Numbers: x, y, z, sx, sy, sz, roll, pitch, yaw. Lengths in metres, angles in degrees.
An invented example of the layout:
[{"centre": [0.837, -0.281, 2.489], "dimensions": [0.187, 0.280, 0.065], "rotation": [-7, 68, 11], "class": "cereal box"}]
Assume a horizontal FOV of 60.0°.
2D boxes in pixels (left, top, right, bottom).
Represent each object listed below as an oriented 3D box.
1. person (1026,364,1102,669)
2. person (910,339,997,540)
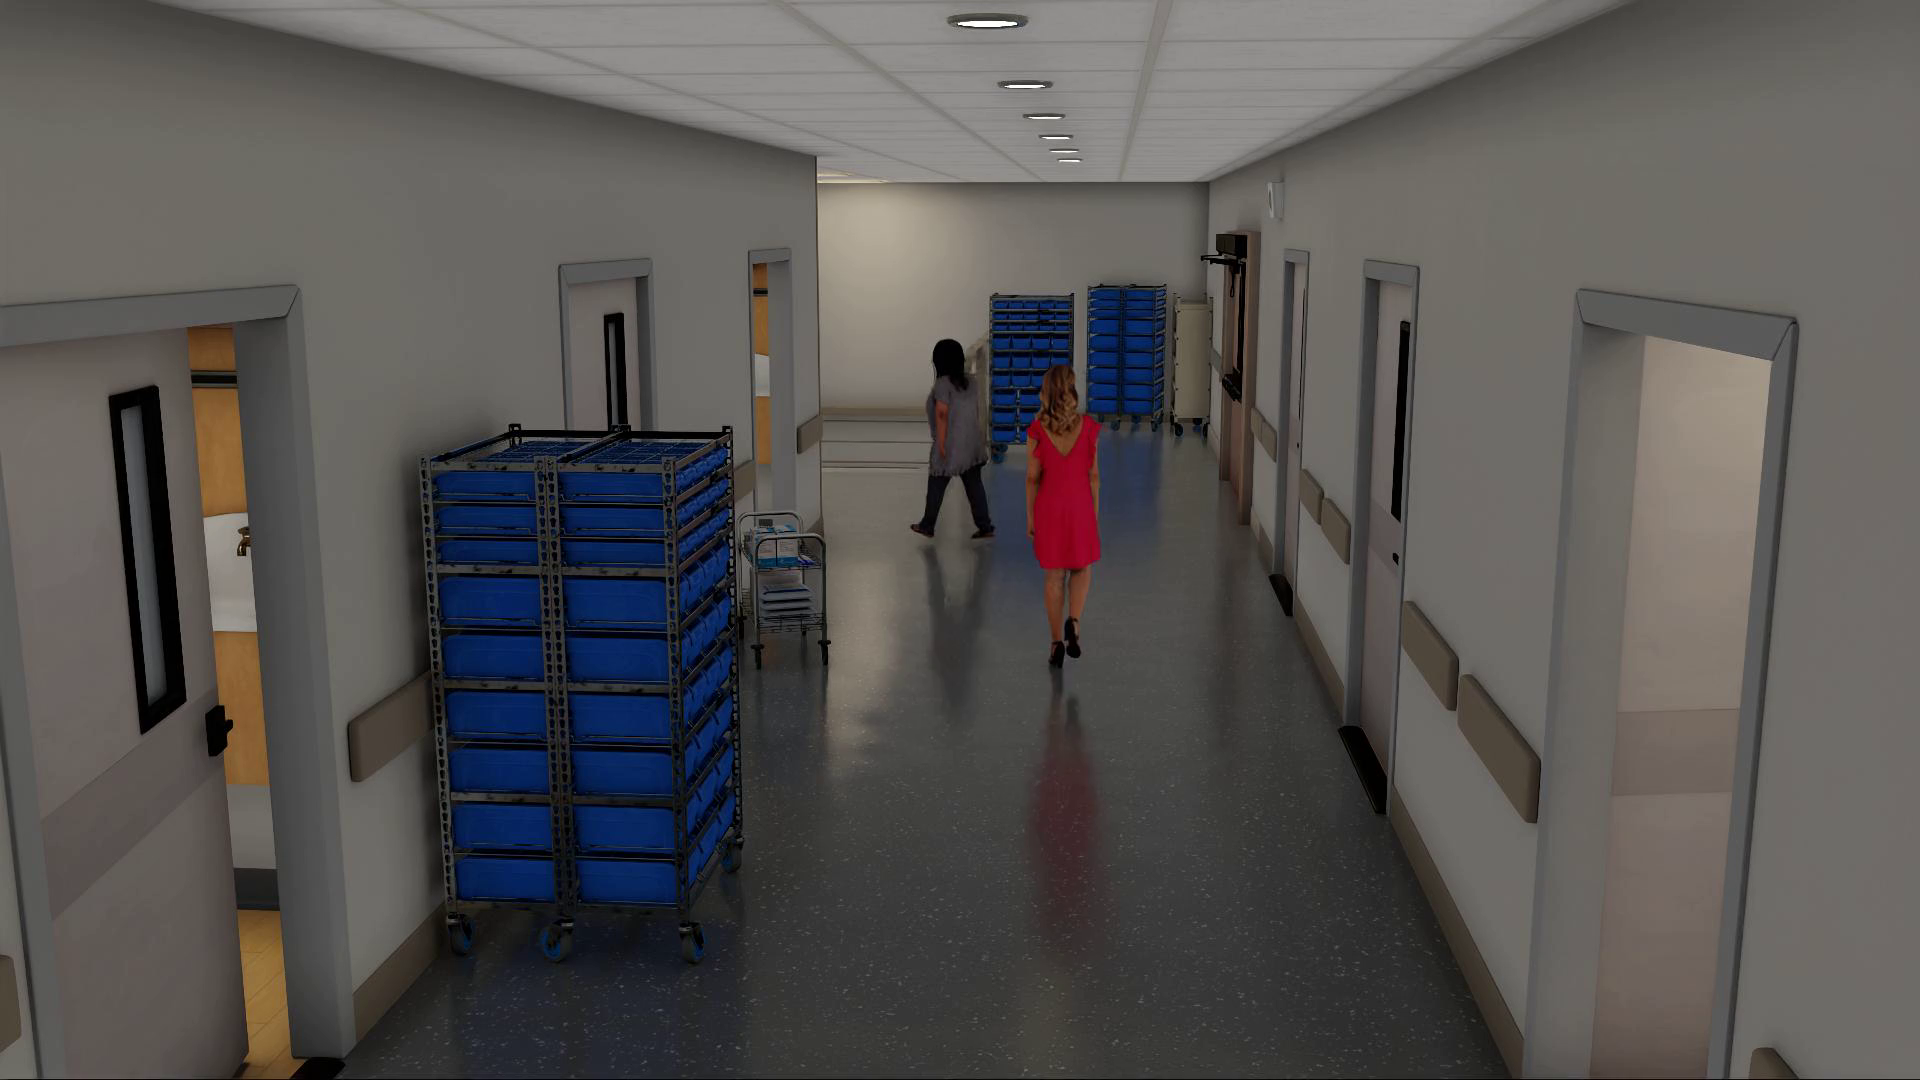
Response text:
[{"centre": [0.581, -0.107, 9.215], "dimensions": [0.590, 1.712, 0.741], "rotation": [0, 11, 2], "class": "person"}, {"centre": [0.029, -0.748, 12.958], "dimensions": [1.059, 1.574, 1.096], "rotation": [-10, 15, -43], "class": "person"}]
